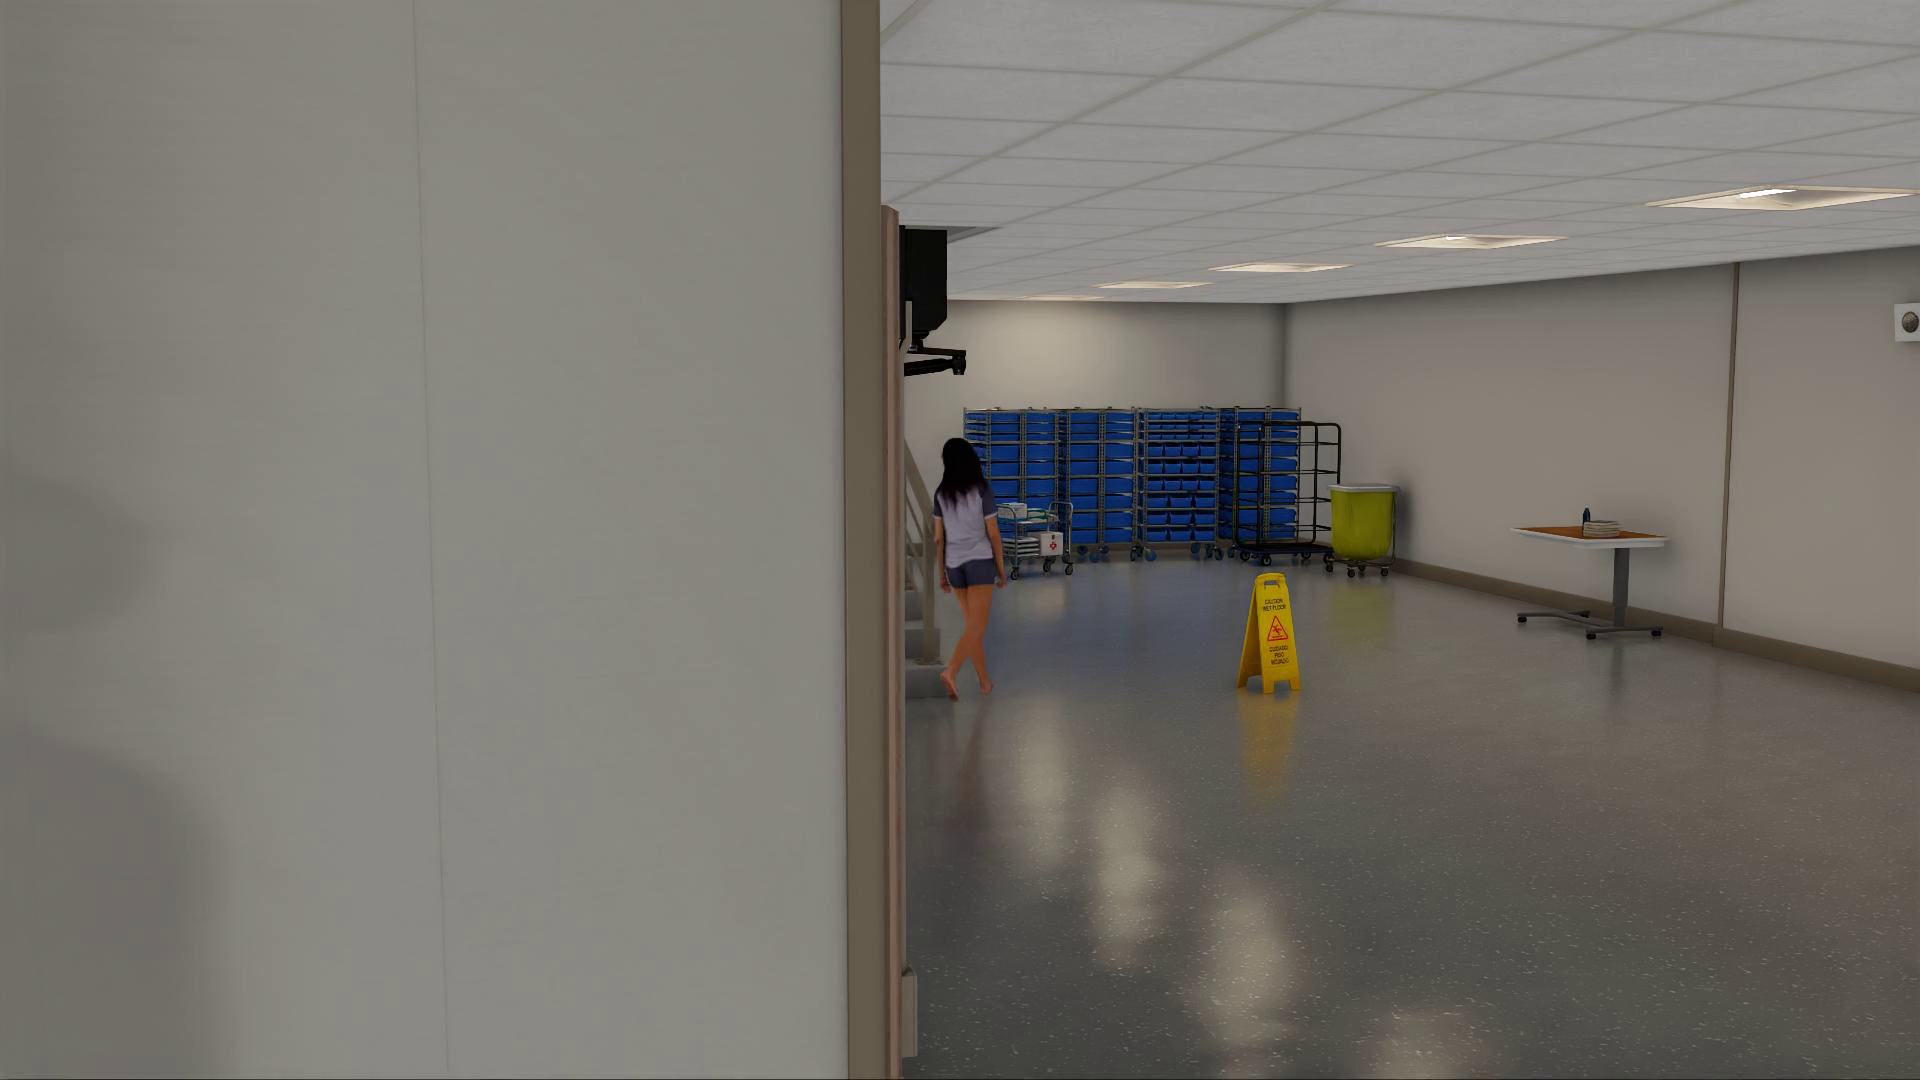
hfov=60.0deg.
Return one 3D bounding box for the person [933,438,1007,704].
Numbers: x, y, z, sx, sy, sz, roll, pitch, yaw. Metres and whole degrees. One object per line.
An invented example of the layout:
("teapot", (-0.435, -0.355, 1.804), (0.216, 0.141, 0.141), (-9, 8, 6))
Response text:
("person", (0.024, 0.225, 10.682), (1.060, 1.692, 1.179), (3, 7, 29))
